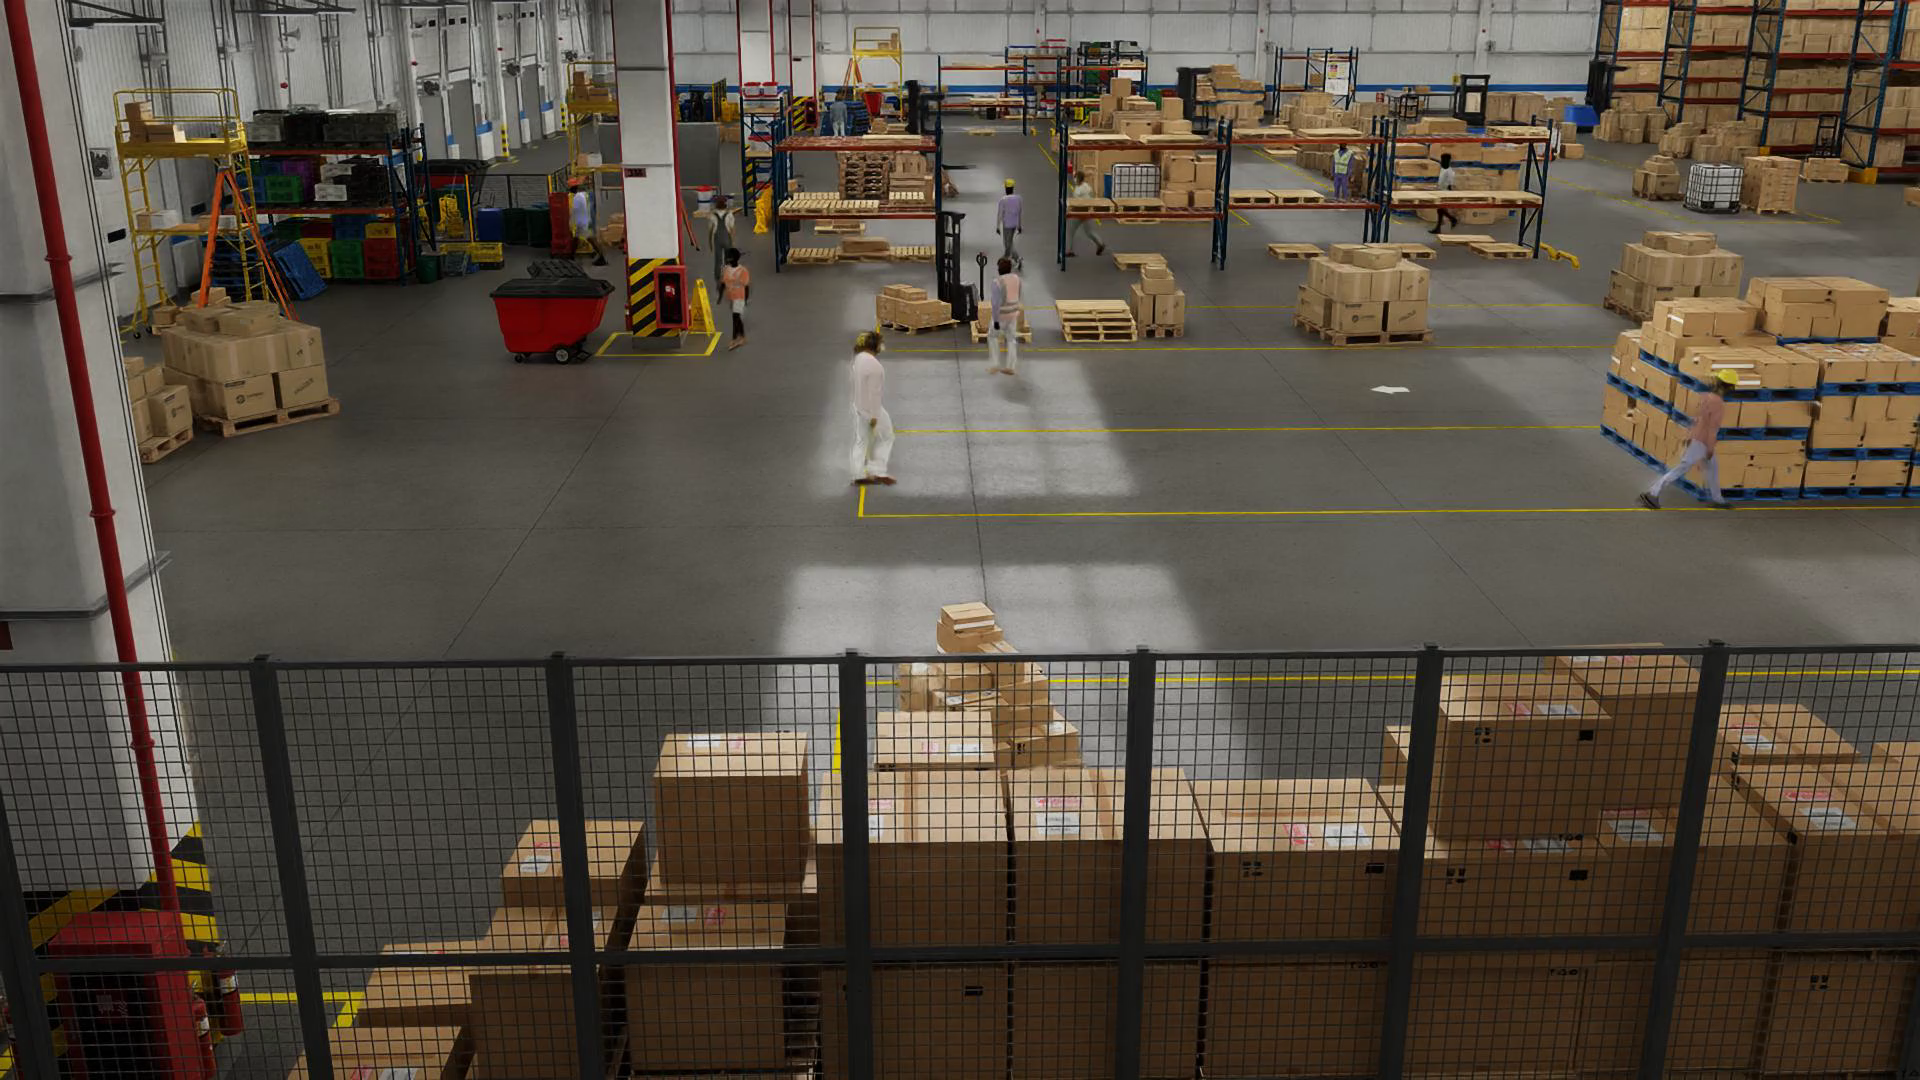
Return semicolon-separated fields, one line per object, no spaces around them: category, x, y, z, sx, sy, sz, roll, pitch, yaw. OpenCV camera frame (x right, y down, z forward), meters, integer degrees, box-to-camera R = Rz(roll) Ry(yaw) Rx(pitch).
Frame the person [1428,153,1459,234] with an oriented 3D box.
person;11.715;-8.337;40.035;0.682;1.949;0.629;-1;19;-2

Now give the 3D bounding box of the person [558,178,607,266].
person;-8.113;-6.792;35.587;1.042;1.880;0.562;-1;19;-4

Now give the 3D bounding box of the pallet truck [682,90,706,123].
pallet truck;-9.671;-15.907;62.421;0.823;1.965;1.885;5;19;15

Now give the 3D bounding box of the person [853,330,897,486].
person;-1.027;-1.581;20.058;0.659;1.917;0.641;-10;21;-27

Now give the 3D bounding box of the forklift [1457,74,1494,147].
forklift;17.489;-14.478;56.822;1.129;2.768;1.873;-1;19;-1

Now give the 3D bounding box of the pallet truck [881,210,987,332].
pallet truck;-0.493;-4.759;29.349;1.885;1.965;0.823;-13;23;-34

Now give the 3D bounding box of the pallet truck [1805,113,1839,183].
pallet truck;26.403;-11.957;50.702;0.823;1.965;1.885;6;19;16

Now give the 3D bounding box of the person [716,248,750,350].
person;-3.786;-3.999;27.604;0.550;1.670;0.768;14;23;36

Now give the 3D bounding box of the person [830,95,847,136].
person;-4.389;-15.094;60.099;0.635;1.937;0.352;-4;19;-13

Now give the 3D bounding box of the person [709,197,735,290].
person;-4.726;-5.879;32.990;0.529;1.811;0.913;-1;19;-3

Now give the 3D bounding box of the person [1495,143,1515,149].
person;15.205;-10.516;46.547;0.563;1.918;0.466;0;19;1

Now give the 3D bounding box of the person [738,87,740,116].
person;-8.526;-16.838;65.361;0.357;1.881;0.574;8;20;22

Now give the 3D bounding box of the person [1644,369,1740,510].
person;8.491;-1.159;19.157;1.025;1.686;0.542;4;19;12

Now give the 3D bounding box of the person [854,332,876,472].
person;-1.165;-1.728;20.751;0.295;1.743;0.492;-3;19;-8

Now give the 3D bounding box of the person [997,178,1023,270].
person;1.089;-6.689;35.231;0.596;1.900;0.814;-13;23;-34

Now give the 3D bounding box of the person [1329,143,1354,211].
person;10.132;-9.706;44.145;0.596;1.918;0.379;16;24;39

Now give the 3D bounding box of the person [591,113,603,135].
person;-14.350;-16.839;65.742;0.523;1.636;0.310;5;19;14

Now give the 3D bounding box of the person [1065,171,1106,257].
person;2.762;-7.209;36.773;0.926;1.906;0.629;-8;20;-21

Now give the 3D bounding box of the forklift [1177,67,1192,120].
forklift;8.181;-15.881;60.983;1.873;2.768;1.129;6;20;17

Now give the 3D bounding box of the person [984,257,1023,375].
person;0.637;-3.487;25.848;0.645;1.816;0.707;-15;24;-37

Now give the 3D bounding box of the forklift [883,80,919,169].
forklift;-1.527;-13.236;53.138;1.873;2.768;1.129;-1;19;-1

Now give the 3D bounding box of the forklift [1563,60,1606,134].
forklift;25.219;-17.652;66.238;1.873;2.768;1.129;0;19;-1
